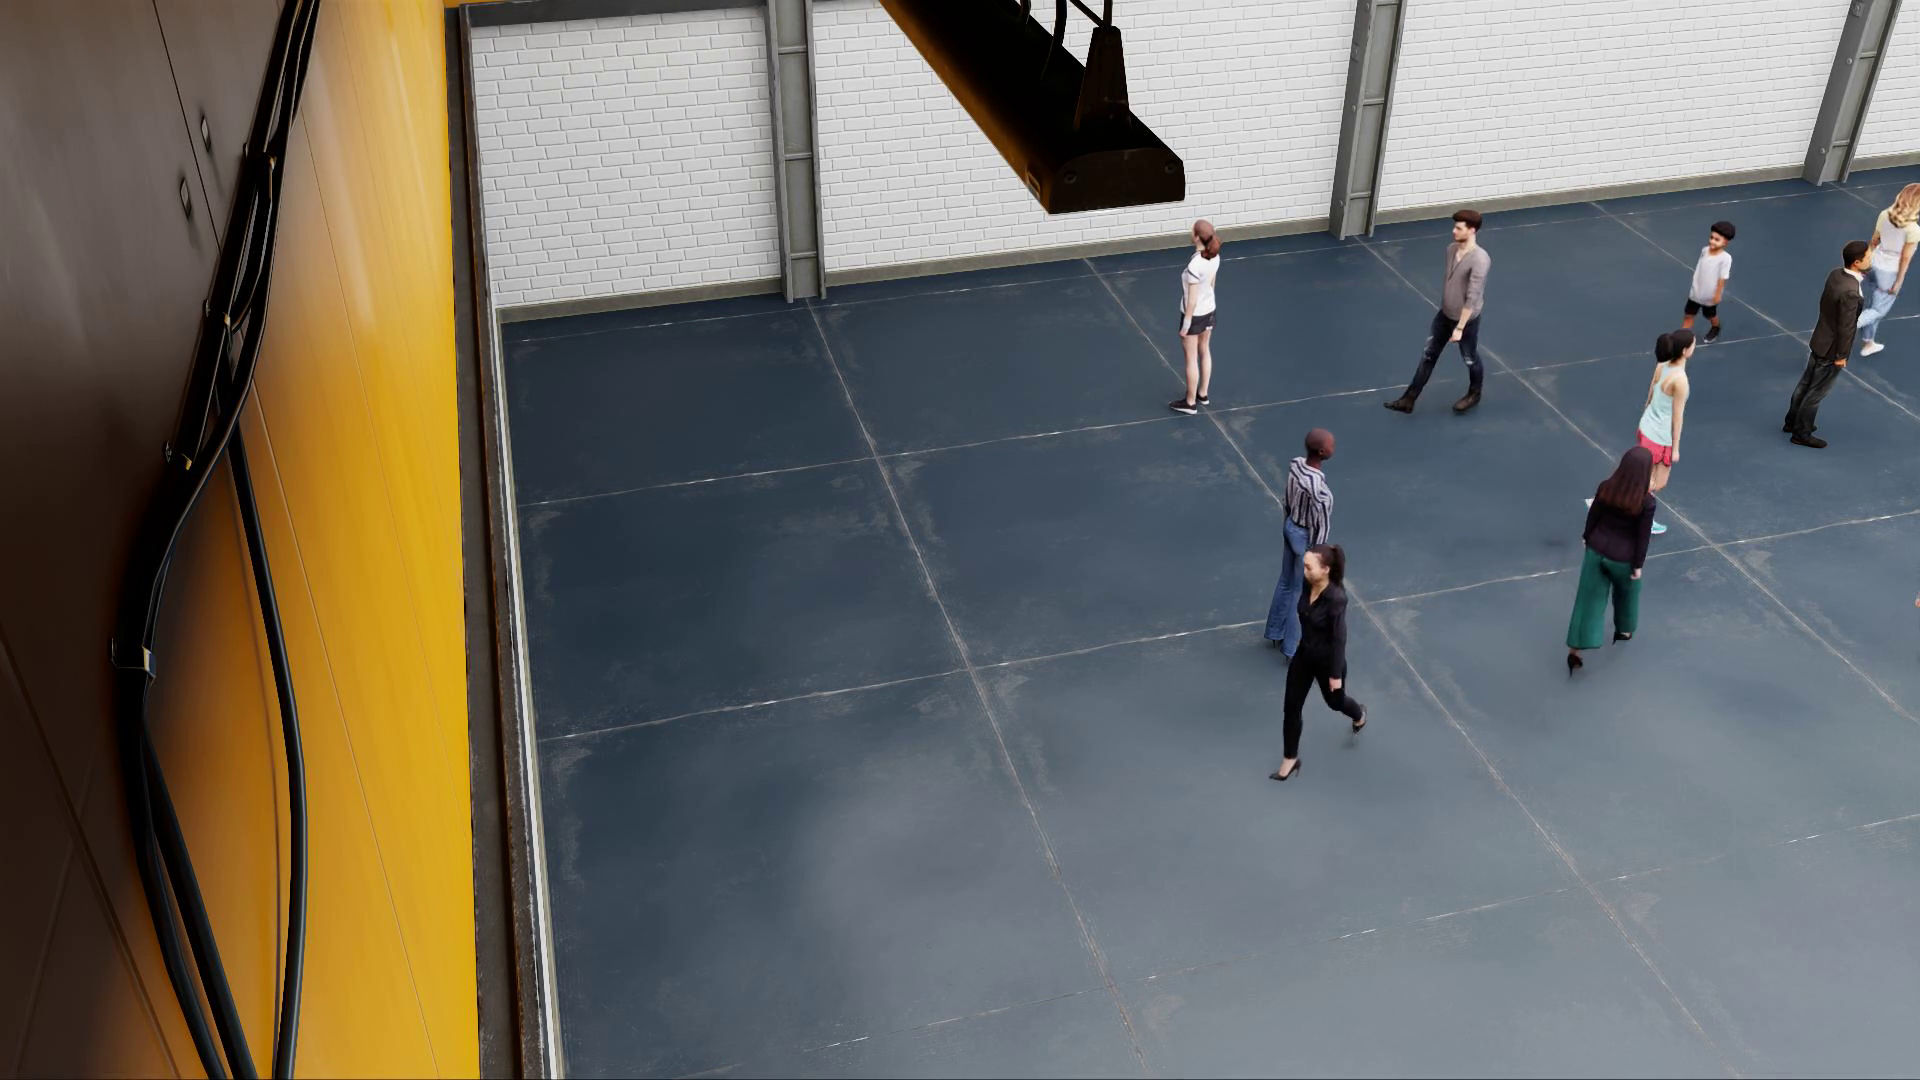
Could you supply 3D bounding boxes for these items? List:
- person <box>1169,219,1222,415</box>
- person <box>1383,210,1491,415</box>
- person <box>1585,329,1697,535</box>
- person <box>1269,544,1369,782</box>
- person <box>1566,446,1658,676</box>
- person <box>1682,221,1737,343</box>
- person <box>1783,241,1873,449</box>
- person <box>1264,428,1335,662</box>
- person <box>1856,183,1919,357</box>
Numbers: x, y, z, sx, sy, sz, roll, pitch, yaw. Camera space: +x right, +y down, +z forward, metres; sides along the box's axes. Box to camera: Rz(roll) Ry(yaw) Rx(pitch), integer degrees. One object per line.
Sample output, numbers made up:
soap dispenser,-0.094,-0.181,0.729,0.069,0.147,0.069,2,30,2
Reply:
person,2.052,-1.923,14.308,0.728,1.752,0.646,26,42,34
person,4.341,-1.900,14.181,1.278,1.855,0.862,-15,36,-21
person,5.197,-0.762,12.564,0.998,1.751,0.721,-1,34,-2
person,2.298,0.750,10.358,1.103,1.674,0.771,-18,38,-25
person,4.338,0.188,11.173,0.943,1.708,1.083,28,43,35
person,6.969,-2.361,15.427,0.906,1.244,0.657,-20,39,-28
person,7.243,-1.648,13.848,0.682,1.803,0.749,4,34,5
person,2.329,0.036,11.322,0.515,1.796,0.618,-8,34,-12
person,8.310,-2.394,15.059,1.024,1.705,0.688,-12,35,-17
